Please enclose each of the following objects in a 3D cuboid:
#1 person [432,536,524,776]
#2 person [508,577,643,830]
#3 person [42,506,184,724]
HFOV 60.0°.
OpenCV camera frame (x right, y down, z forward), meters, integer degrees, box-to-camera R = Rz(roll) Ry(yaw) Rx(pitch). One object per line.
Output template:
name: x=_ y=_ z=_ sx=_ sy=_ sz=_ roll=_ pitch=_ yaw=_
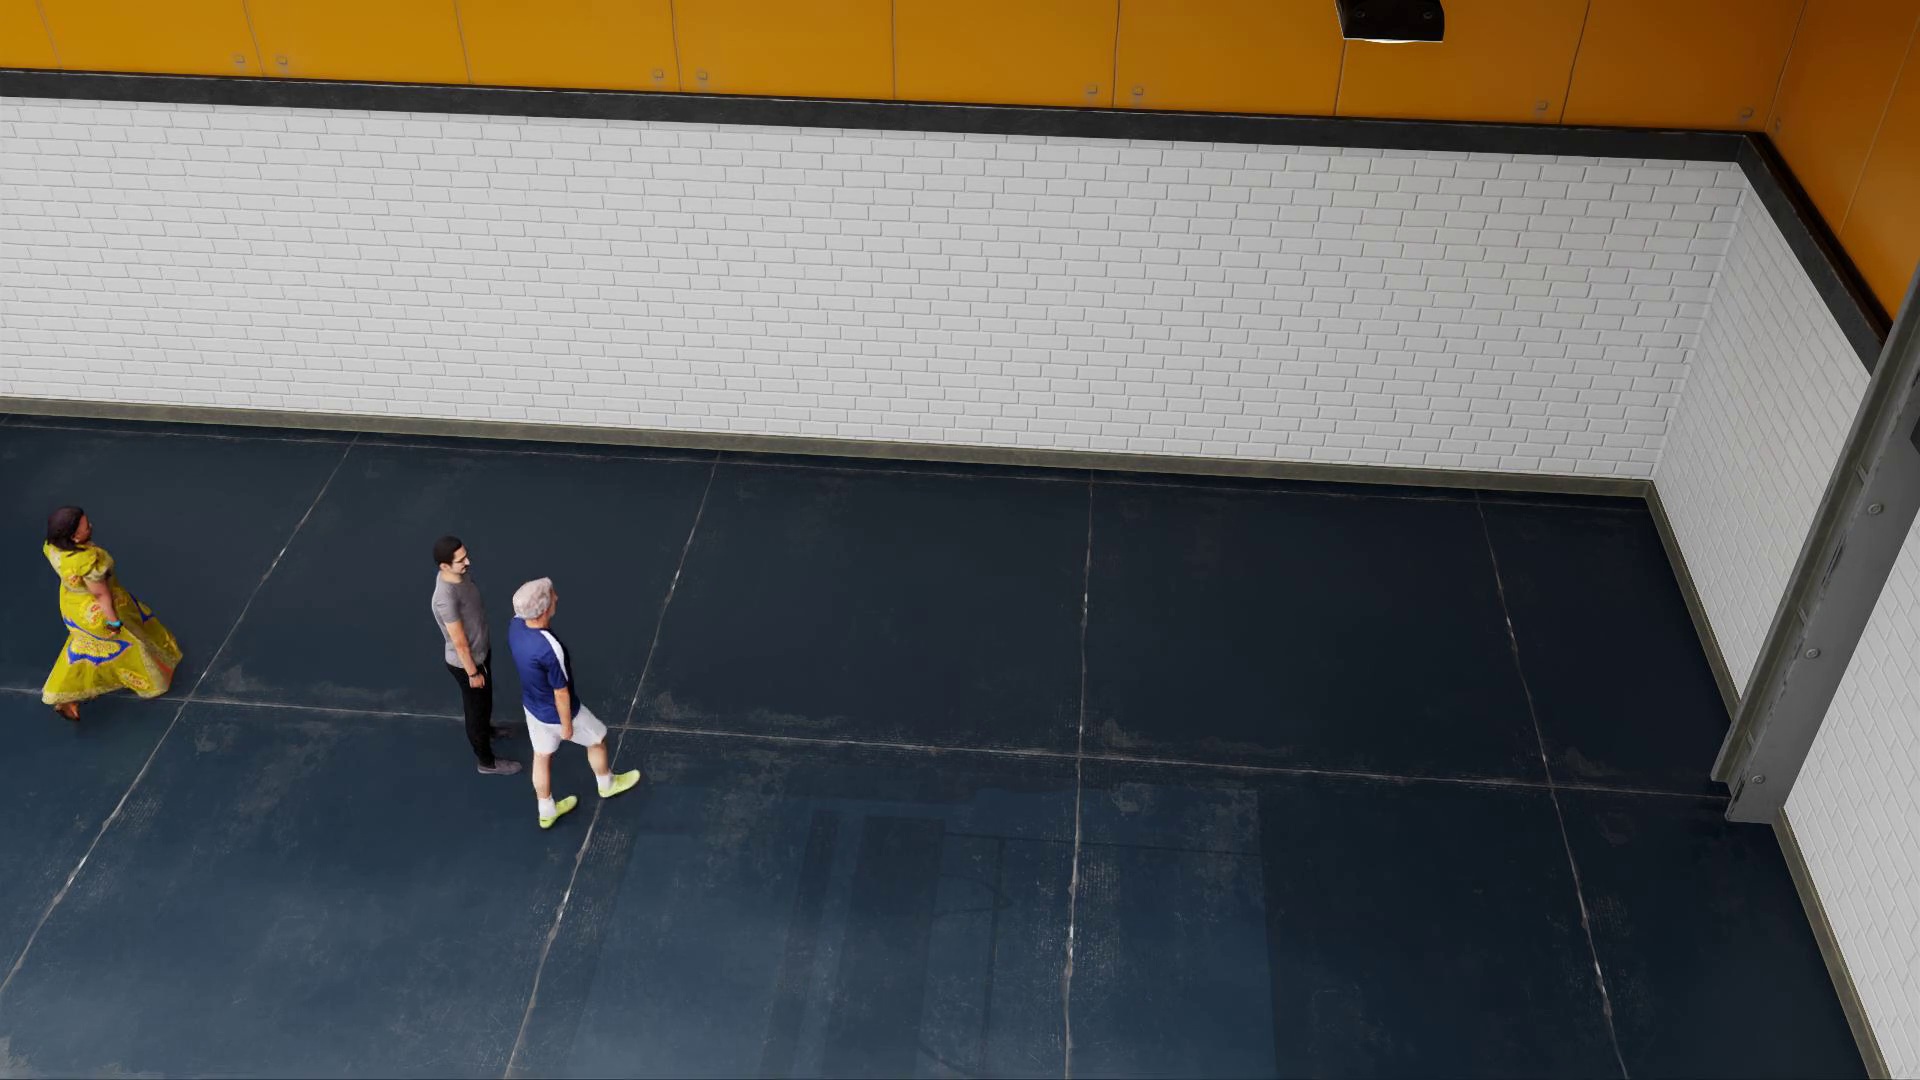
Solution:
person: x=-3.034 y=0.691 z=10.267 sx=0.745 sy=1.754 sz=0.594 roll=-9 pitch=39 yaw=-11
person: x=-2.472 y=1.018 z=9.811 sx=0.931 sy=1.812 sz=1.033 roll=27 pitch=46 yaw=30
person: x=-5.567 y=0.498 z=10.607 sx=1.096 sy=1.631 sz=1.328 roll=19 pitch=42 yaw=22
